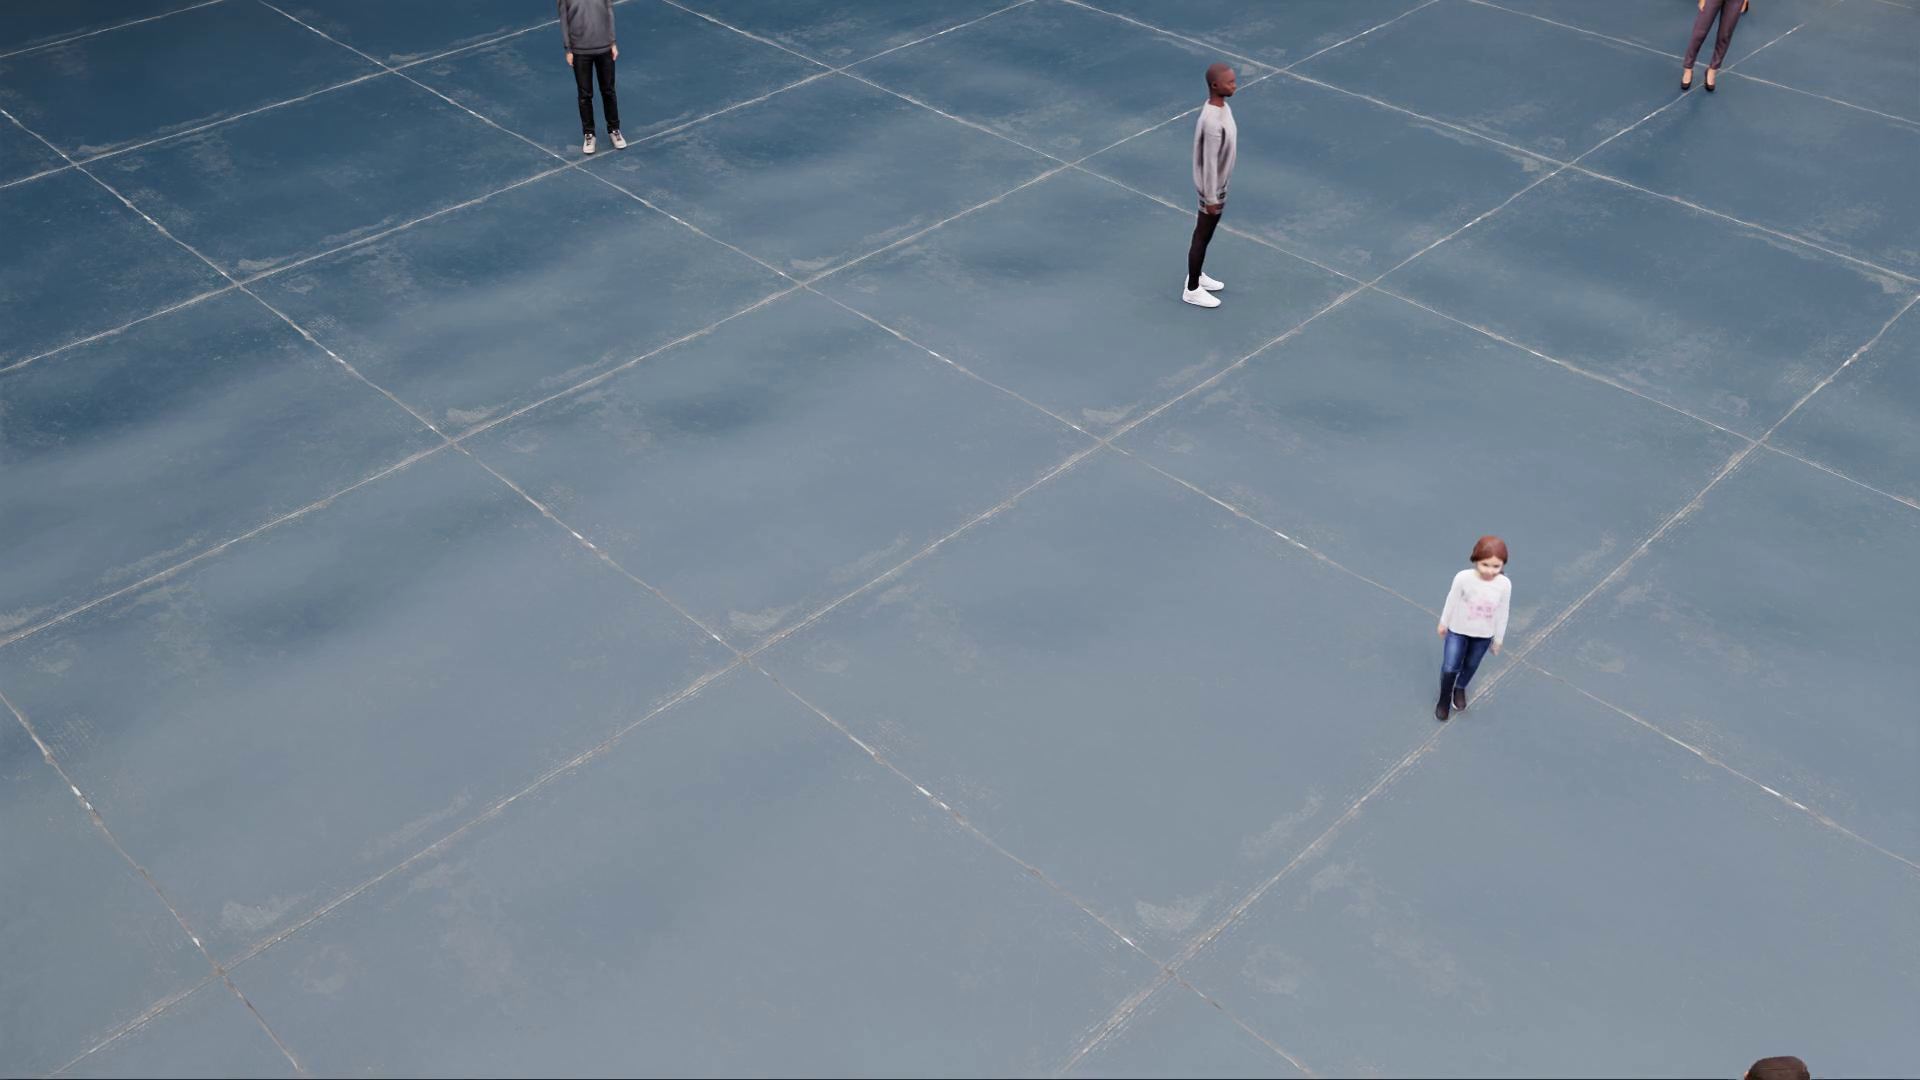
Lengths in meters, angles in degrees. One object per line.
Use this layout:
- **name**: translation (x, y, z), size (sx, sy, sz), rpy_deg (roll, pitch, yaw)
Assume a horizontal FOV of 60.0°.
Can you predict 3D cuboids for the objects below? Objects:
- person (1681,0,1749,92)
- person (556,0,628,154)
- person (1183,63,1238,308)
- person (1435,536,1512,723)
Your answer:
- **person**: translation (6.891, -4.885, 15.013), size (0.676, 1.668, 0.709), rpy_deg (6, 38, 7)
- **person**: translation (-3.101, -4.154, 13.975), size (0.625, 1.761, 0.756), rpy_deg (-12, 39, -16)
- **person**: translation (1.779, -2.537, 11.839), size (0.760, 1.772, 0.647), rpy_deg (8, 38, 11)
- **person**: translation (2.621, 0.407, 8.520), size (0.577, 1.102, 0.636), rpy_deg (5, 38, 7)
